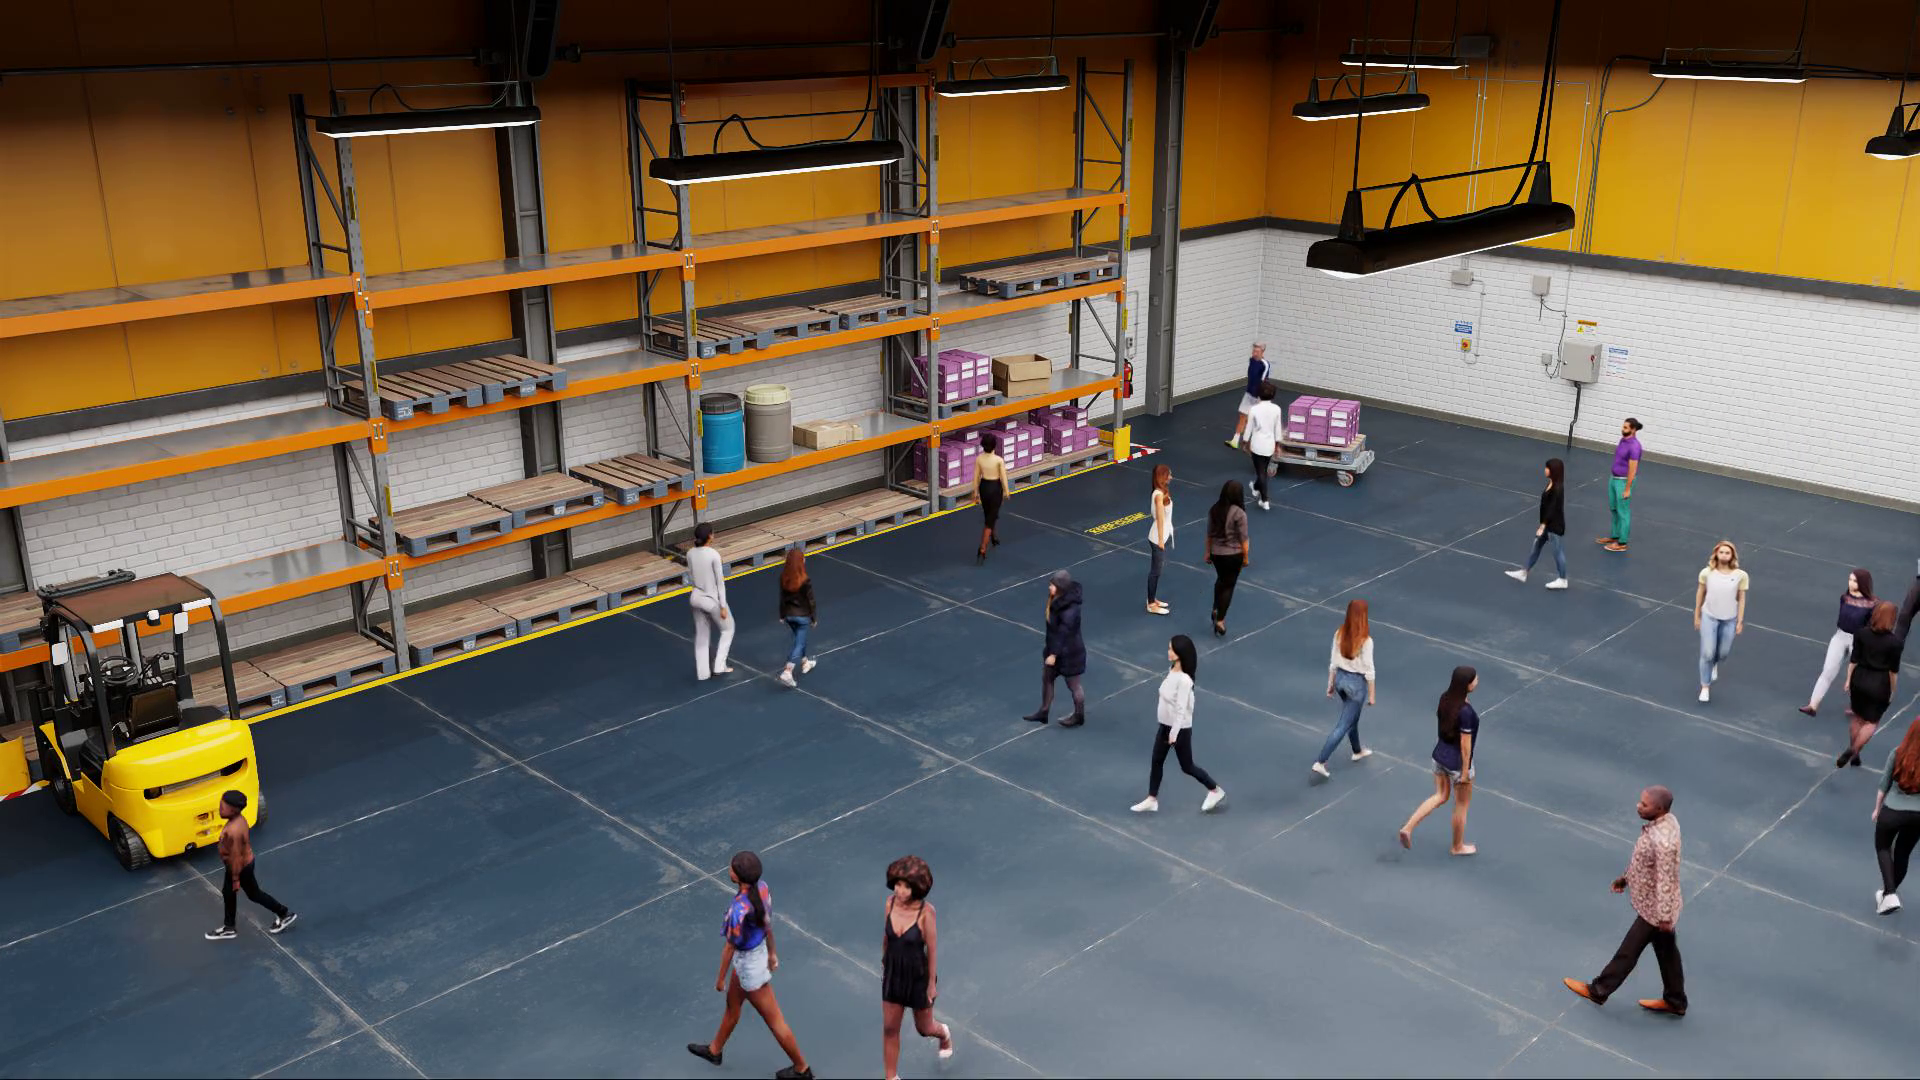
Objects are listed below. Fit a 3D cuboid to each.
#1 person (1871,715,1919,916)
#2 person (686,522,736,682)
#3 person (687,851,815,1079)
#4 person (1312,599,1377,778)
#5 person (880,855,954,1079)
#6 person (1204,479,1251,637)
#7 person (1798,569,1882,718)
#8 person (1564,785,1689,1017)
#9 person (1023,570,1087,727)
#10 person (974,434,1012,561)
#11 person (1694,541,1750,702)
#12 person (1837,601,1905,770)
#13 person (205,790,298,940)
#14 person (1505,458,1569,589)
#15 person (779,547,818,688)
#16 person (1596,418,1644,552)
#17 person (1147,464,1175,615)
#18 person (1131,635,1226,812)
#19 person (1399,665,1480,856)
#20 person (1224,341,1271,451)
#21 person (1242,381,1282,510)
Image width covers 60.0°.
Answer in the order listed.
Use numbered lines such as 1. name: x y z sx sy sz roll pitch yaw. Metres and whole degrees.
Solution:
1. person: 7.364 2.195 12.959 0.812 1.734 0.968 6 20 17
2. person: -2.697 0.678 17.481 0.725 1.721 0.727 11 21 29
3. person: -1.293 2.876 11.007 1.025 1.688 1.181 6 19 17
4. person: 3.556 1.396 15.391 1.153 1.695 0.683 -13 23 -34
5. person: -0.295 2.862 10.922 0.761 1.769 1.026 10 21 26
6. person: 2.937 0.233 18.647 0.641 1.820 0.636 17 25 40
7. person: 8.965 1.054 16.610 1.084 1.566 0.792 -10 21 -27
8. person: 5.014 2.585 11.745 0.975 1.770 1.102 9 21 26
9. person: 1.117 1.087 16.375 0.992 1.653 0.894 -4 19 -13
10. person: 0.363 -0.511 21.186 0.774 1.611 1.087 9 21 25
11. person: 7.803 0.806 17.123 0.830 1.709 0.977 7 20 21
12. person: 8.377 1.408 15.378 0.898 1.681 0.611 -16 25 -40
13. person: -5.477 2.507 12.813 0.960 1.236 0.753 -7 20 -20
14. person: 7.273 -0.178 20.186 0.983 1.617 0.985 2 19 7
15. person: -1.739 0.816 17.484 0.749 1.458 1.023 10 21 28
16. person: 8.642 -0.740 21.616 0.776 1.769 0.718 0 19 0
17. person: 2.327 -0.027 19.478 0.746 1.784 0.648 3 19 10
18. person: 1.993 1.653 14.665 1.152 1.672 0.947 -5 19 -14
19. person: 4.050 1.869 13.901 1.029 1.749 0.835 -6 20 -17
20. person: 4.727 -2.258 26.136 1.203 1.763 0.870 -10 21 -26
21. person: 4.261 -1.292 23.271 1.135 1.760 1.109 -3 19 -9
